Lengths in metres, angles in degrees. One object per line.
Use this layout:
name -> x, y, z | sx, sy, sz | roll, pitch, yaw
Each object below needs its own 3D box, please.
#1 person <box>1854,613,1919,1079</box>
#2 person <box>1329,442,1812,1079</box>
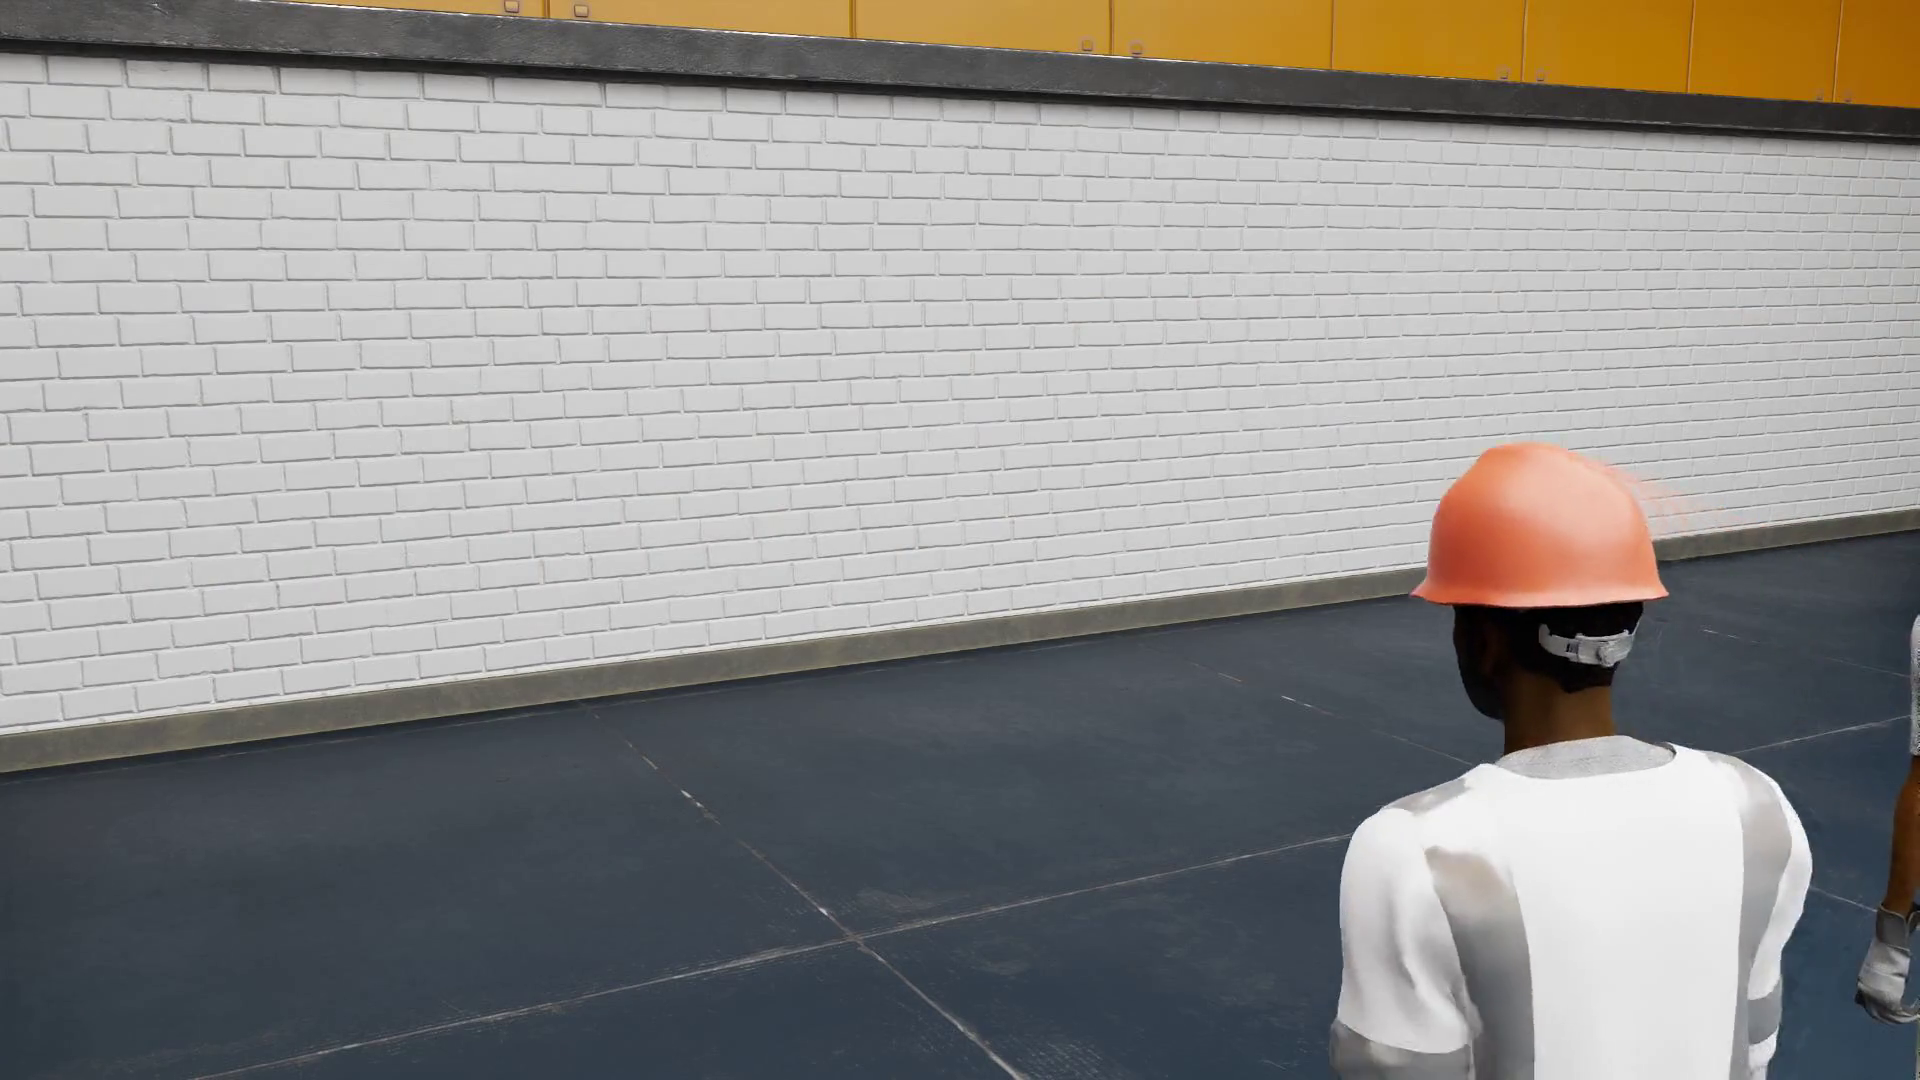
person -> 1.866, 0.699, 2.952 | 0.518, 1.863, 0.334 | 0, 10, -3
person -> 0.673, 0.857, 1.860 | 0.547, 1.916, 0.576 | -2, 10, -11
